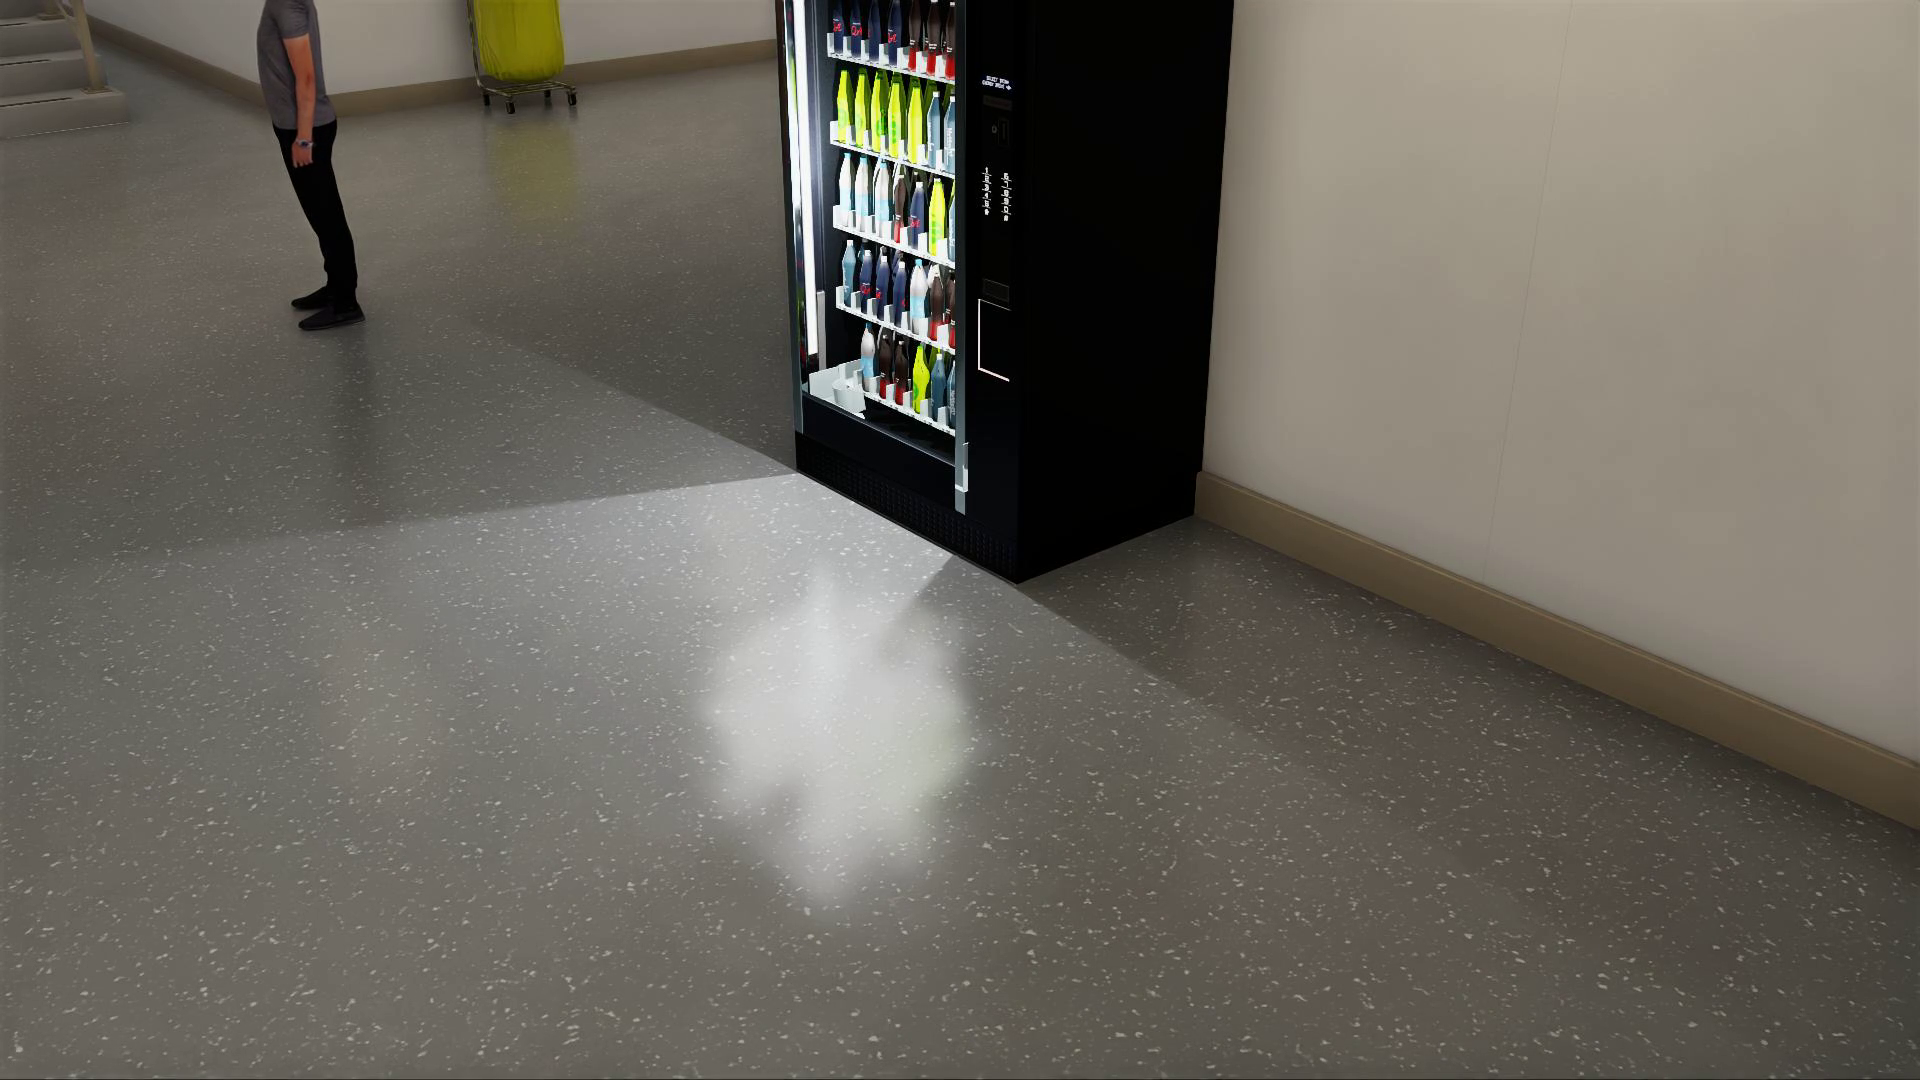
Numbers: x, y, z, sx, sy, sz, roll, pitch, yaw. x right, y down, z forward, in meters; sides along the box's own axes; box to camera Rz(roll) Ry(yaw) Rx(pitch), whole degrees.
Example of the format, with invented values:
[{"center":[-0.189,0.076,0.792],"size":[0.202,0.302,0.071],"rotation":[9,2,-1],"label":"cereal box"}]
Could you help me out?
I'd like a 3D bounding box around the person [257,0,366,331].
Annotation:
[{"center":[-2.896,-1.837,7.348],"size":[0.741,1.755,0.585],"rotation":[-11,28,-21],"label":"person"}]
